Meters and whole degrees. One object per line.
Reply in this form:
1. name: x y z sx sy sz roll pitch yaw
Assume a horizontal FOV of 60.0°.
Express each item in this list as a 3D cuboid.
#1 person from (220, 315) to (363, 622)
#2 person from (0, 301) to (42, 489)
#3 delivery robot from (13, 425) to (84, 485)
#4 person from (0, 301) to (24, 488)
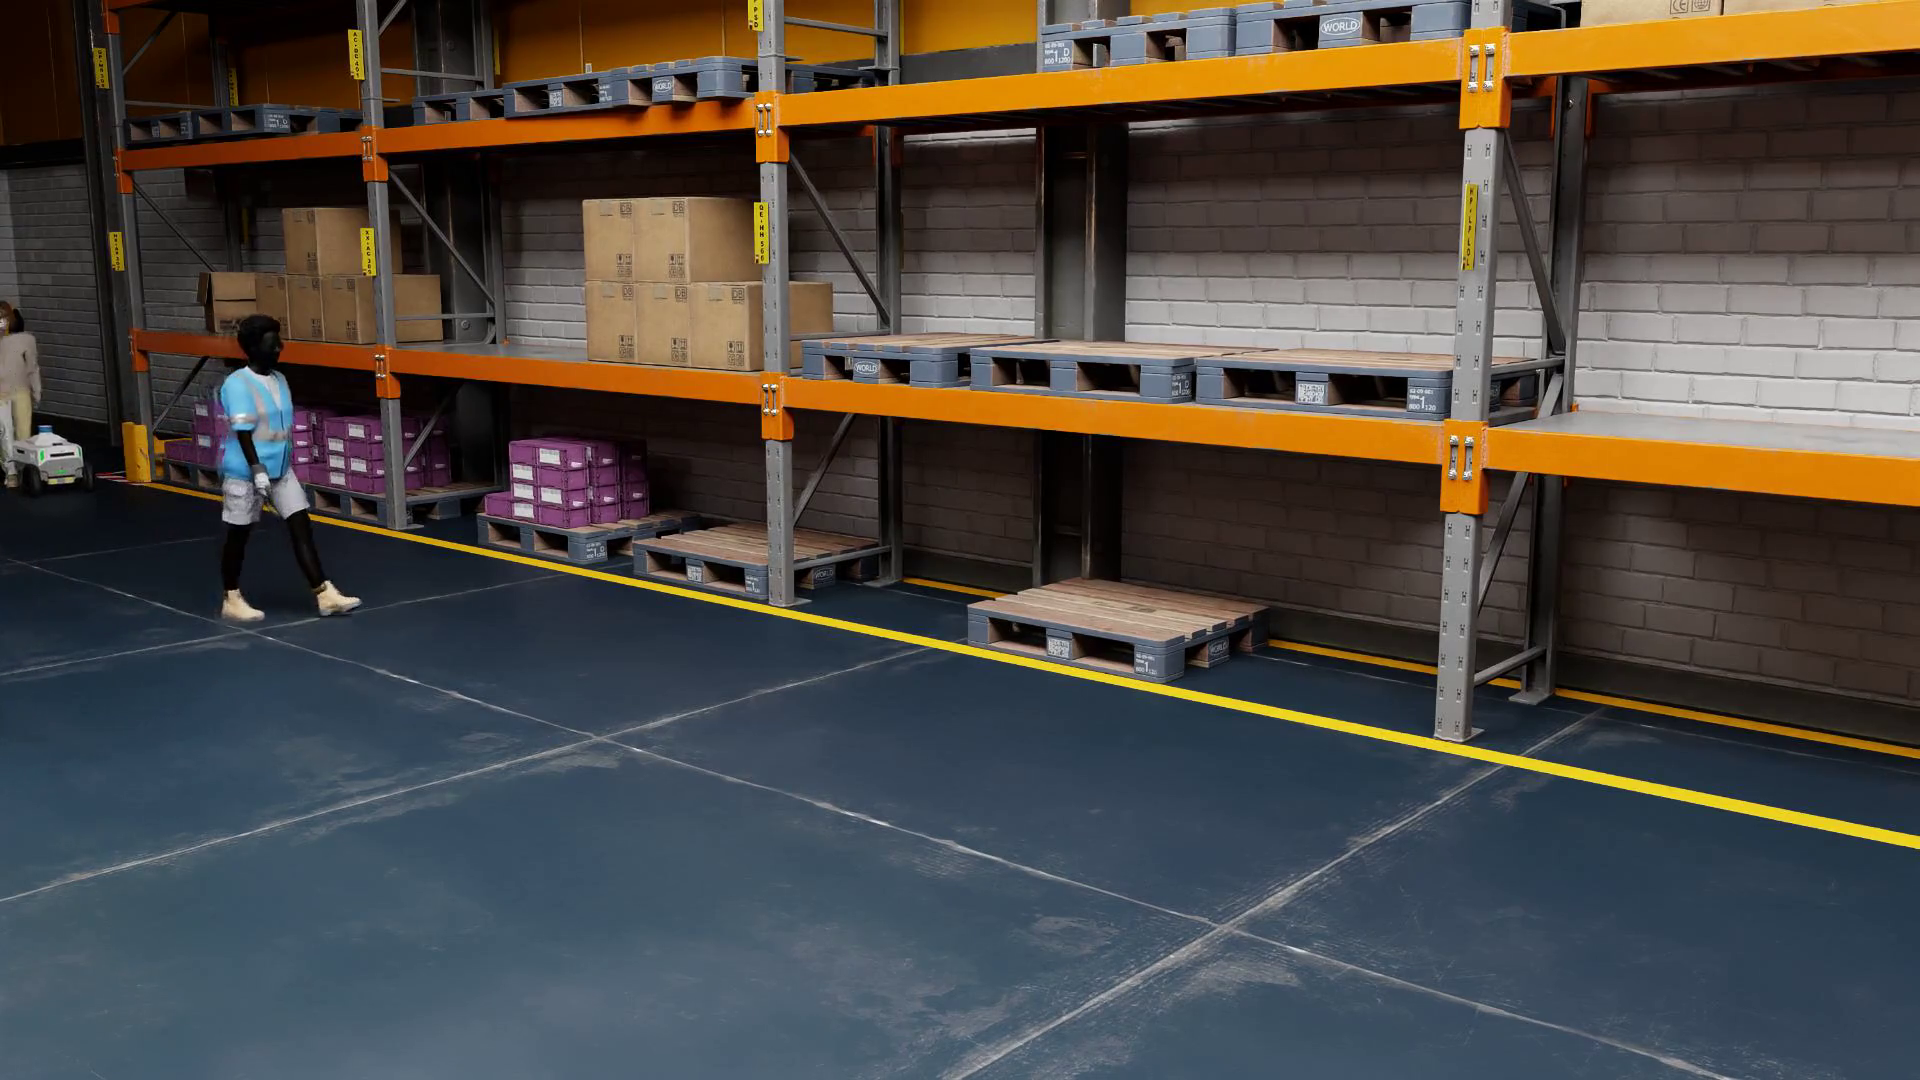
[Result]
1. person: -3.666 -0.366 8.929 0.832 1.658 0.538 2 10 13
2. person: -8.026 -1.215 14.014 0.507 1.582 0.864 -5 11 -27
3. delivery robot: -7.549 -0.706 13.762 0.707 0.478 0.477 9 14 43
4. person: -8.211 -1.344 14.002 0.633 1.841 0.429 -3 10 -16
